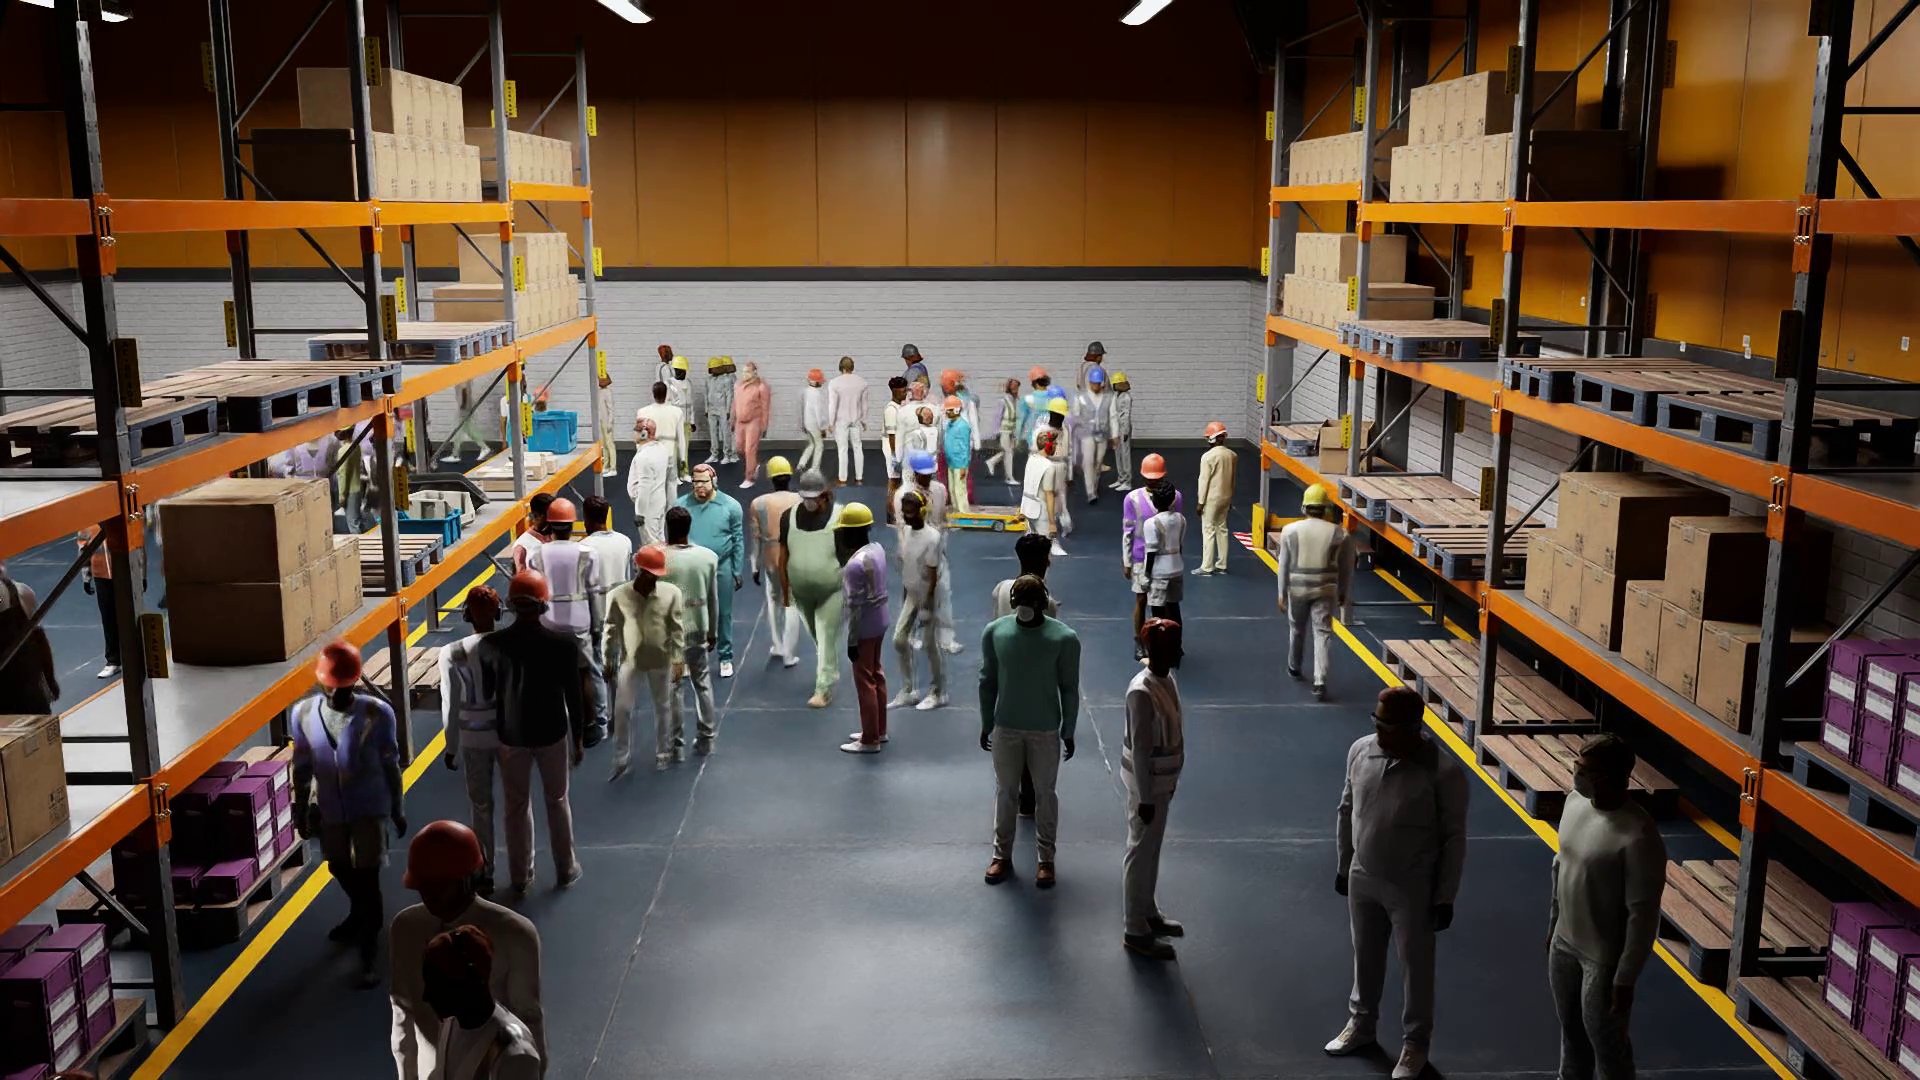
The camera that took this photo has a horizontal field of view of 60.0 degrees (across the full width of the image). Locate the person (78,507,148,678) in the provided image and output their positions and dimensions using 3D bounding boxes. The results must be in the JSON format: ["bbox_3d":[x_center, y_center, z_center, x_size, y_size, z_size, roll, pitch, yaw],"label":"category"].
[{"bbox_3d":[-7.414,0.276,14.573,0.581,1.919,0.393,-1,11,-3],"label":"person"}]

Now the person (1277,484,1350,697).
[{"bbox_3d":[3.015,0.414,14.199,0.600,1.792,0.903,2,11,11],"label":"person"}]

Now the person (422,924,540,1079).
[{"bbox_3d":[-1.529,2.127,5.382,0.364,1.878,0.590,-9,14,-38],"label":"person"}]

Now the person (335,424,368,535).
[{"bbox_3d":[-7.010,-0.551,19.103,0.339,1.762,0.525,0,11,0],"label":"person"}]

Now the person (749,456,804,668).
[{"bbox_3d":[-1.576,0.187,15.036,0.628,1.904,0.609,-1,11,-3],"label":"person"}]

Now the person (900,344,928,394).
[{"bbox_3d":[-0.773,-2.056,25.940,0.535,2.000,0.674,3,12,13],"label":"person"}]

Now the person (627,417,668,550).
[{"bbox_3d":[-3.338,-0.360,17.763,0.411,1.913,0.643,1,11,6],"label":"person"}]

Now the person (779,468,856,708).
[{"bbox_3d":[-1.165,0.311,14.071,0.707,2.000,0.964,4,12,17],"label":"person"}]

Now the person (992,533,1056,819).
[{"bbox_3d":[0.453,0.912,11.285,0.370,1.959,0.600,-8,14,-35],"label":"person"}]

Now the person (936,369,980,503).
[{"bbox_3d":[-0.057,-1.415,23.067,0.652,1.906,0.402,2,11,11],"label":"person"}]

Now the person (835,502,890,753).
[{"bbox_3d":[-0.745,0.662,12.635,0.395,1.919,0.582,3,12,16],"label":"person"}]

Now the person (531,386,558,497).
[{"bbox_3d":[-5.744,-1.285,22.927,0.566,1.710,0.840,-2,11,-11],"label":"person"}]

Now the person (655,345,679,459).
[{"bbox_3d":[-4.825,-2.269,27.405,0.355,1.885,0.575,-5,12,-25],"label":"person"}]

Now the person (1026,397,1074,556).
[{"bbox_3d":[1.060,-0.789,19.961,0.586,1.897,0.711,-10,15,-42],"label":"person"}]

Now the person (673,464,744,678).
[{"bbox_3d":[-2.225,0.273,14.603,0.652,1.906,0.402,0,11,0],"label":"person"}]

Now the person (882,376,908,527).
[{"bbox_3d":[-0.821,-1.153,21.599,0.361,1.963,0.613,1,11,4],"label":"person"}]

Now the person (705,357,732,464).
[{"bbox_3d":[-3.923,-2.090,26.881,0.490,1.735,0.331,6,13,27],"label":"person"}]

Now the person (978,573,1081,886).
[{"bbox_3d":[0.414,1.147,10.136,0.627,1.940,0.372,3,12,14],"label":"person"}]

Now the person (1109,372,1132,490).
[{"bbox_3d":[2.351,-1.600,24.444,0.324,1.731,0.491,-4,12,-19],"label":"person"}]

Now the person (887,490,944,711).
[{"bbox_3d":[-0.347,0.502,13.591,0.567,1.846,0.537,-9,14,-38],"label":"person"}]

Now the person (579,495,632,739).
[{"bbox_3d":[-2.775,0.597,12.982,0.399,1.907,0.602,6,13,28],"label":"person"}]

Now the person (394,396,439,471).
[{"bbox_3d":[-8.553,-1.894,26.081,0.656,1.666,0.411,-9,14,-38],"label":"person"}]

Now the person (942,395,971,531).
[{"bbox_3d":[-0.060,-0.989,21.349,0.350,1.739,0.577,-5,12,-23],"label":"person"}]

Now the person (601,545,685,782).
[{"bbox_3d":[-2.300,0.885,12.009,0.628,1.720,0.556,-2,12,-11],"label":"person"}]

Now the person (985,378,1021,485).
[{"bbox_3d":[0.646,-1.635,24.922,0.603,1.614,0.523,8,14,34],"label":"person"}]

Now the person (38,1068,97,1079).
[{"bbox_3d":[-2.325,2.309,4.448,0.587,1.881,0.342,0,11,2],"label":"person"}]

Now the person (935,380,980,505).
[{"bbox_3d":[-0.062,-1.235,22.328,0.598,1.833,0.722,-4,12,-20],"label":"person"}]

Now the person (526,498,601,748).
[{"bbox_3d":[-3.021,0.636,12.747,0.548,1.927,0.418,-2,11,-8],"label":"person"}]

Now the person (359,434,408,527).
[{"bbox_3d":[-6.449,-0.402,18.660,0.520,1.637,0.874,0,11,2],"label":"person"}]

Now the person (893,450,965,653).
[{"bbox_3d":[-0.288,0.121,15.334,0.617,1.914,0.807,-8,14,-33],"label":"person"}]

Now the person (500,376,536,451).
[{"bbox_3d":[-6.097,-1.387,23.078,0.510,1.846,0.341,-4,12,-21],"label":"person"}]

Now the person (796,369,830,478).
[{"bbox_3d":[-2.234,-1.757,25.278,0.521,1.710,0.603,-7,13,-30],"label":"person"}]
